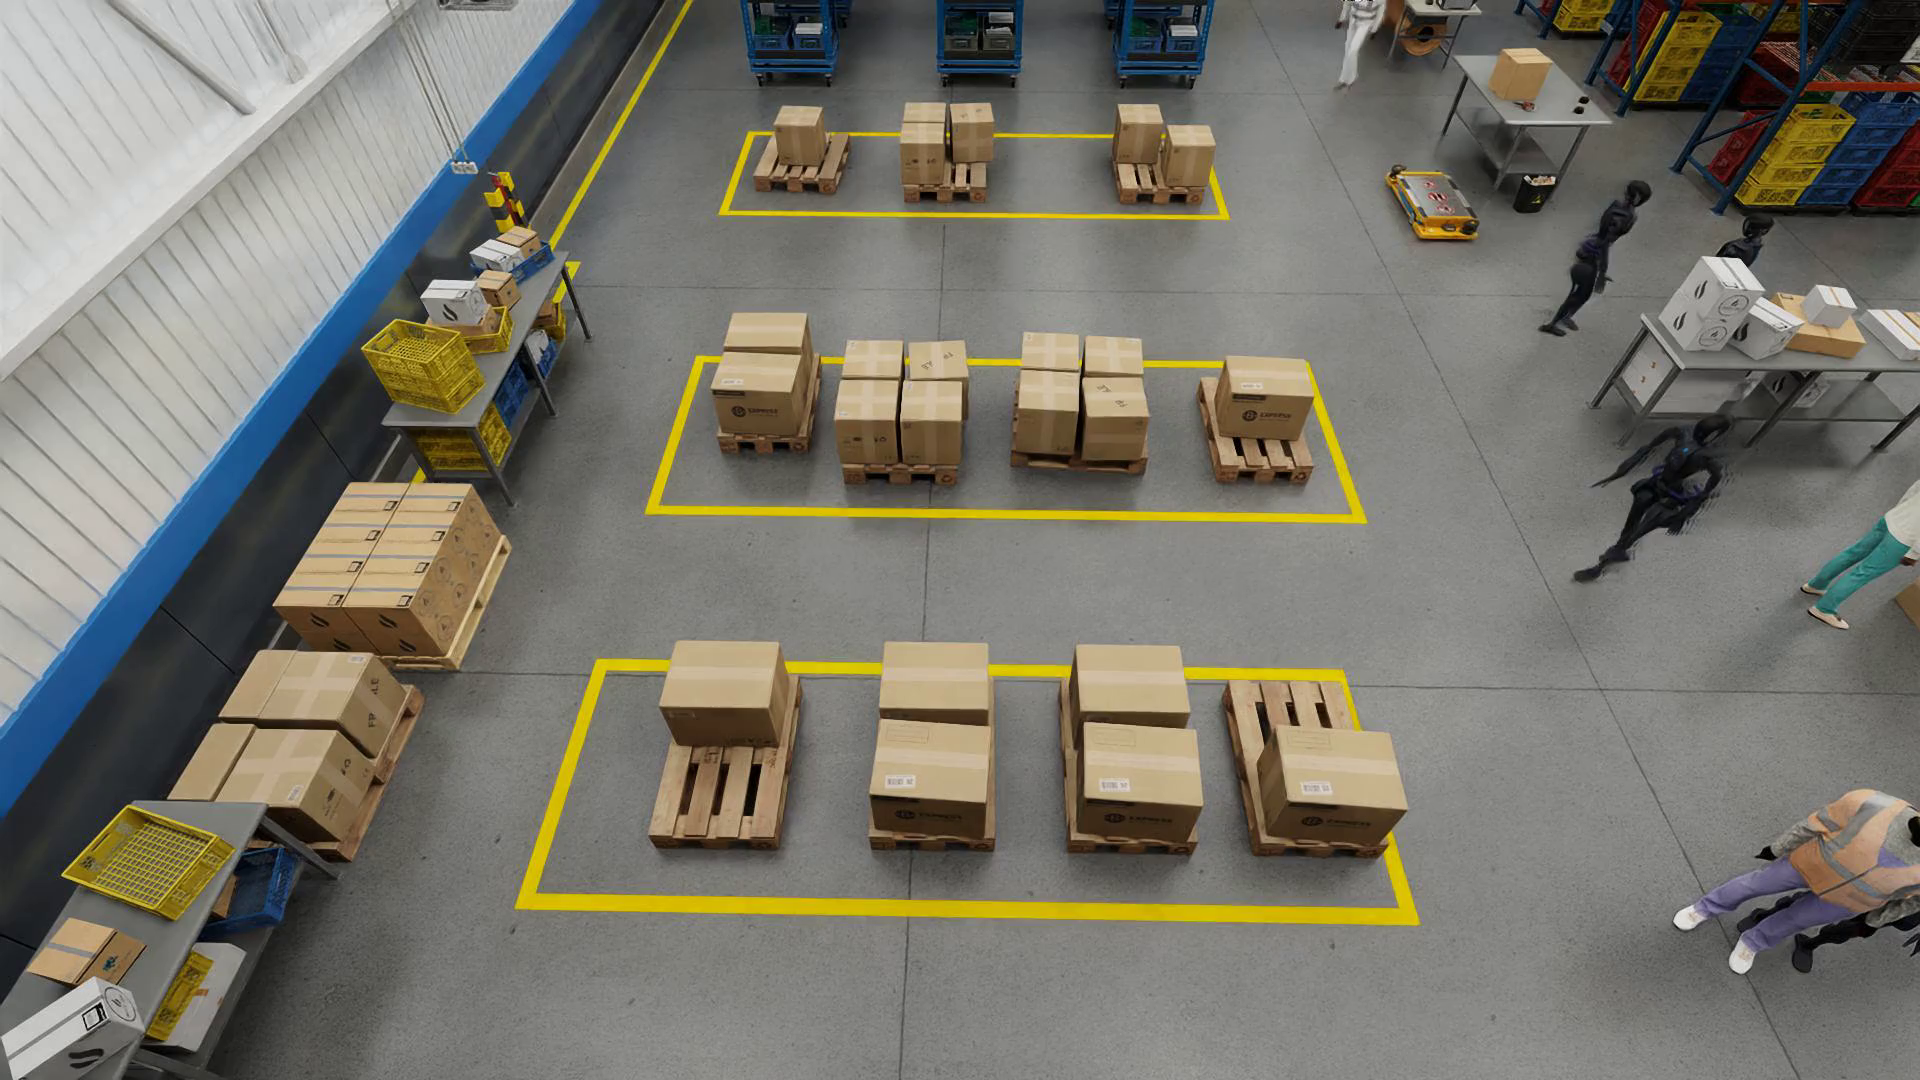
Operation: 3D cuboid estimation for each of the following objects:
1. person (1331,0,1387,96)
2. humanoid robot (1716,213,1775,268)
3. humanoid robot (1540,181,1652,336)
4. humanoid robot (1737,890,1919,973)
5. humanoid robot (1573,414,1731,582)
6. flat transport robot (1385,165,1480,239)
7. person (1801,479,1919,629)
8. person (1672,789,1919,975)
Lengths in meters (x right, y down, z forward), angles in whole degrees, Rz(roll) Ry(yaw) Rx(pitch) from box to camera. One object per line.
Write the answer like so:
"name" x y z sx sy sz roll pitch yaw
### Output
"person" 5.510 -7.147 12.663 0.491 1.867 0.595 -22 53 -18
"humanoid robot" 6.995 -2.288 8.574 0.601 1.653 0.327 -23 53 -19
"humanoid robot" 6.270 -2.727 8.963 0.582 1.635 0.429 -37 59 -28
"humanoid robot" 4.968 1.909 4.940 0.588 1.657 0.328 36 58 27
"humanoid robot" 5.200 -0.324 6.896 0.696 1.626 0.553 -6 49 -5
"flat transport robot" 5.692 -4.094 11.059 0.652 0.197 1.431 1 49 1
"person" 6.819 -0.059 6.593 0.311 1.768 0.522 18 52 15
"person" 4.640 1.813 4.867 0.383 1.927 0.587 -29 55 -23
